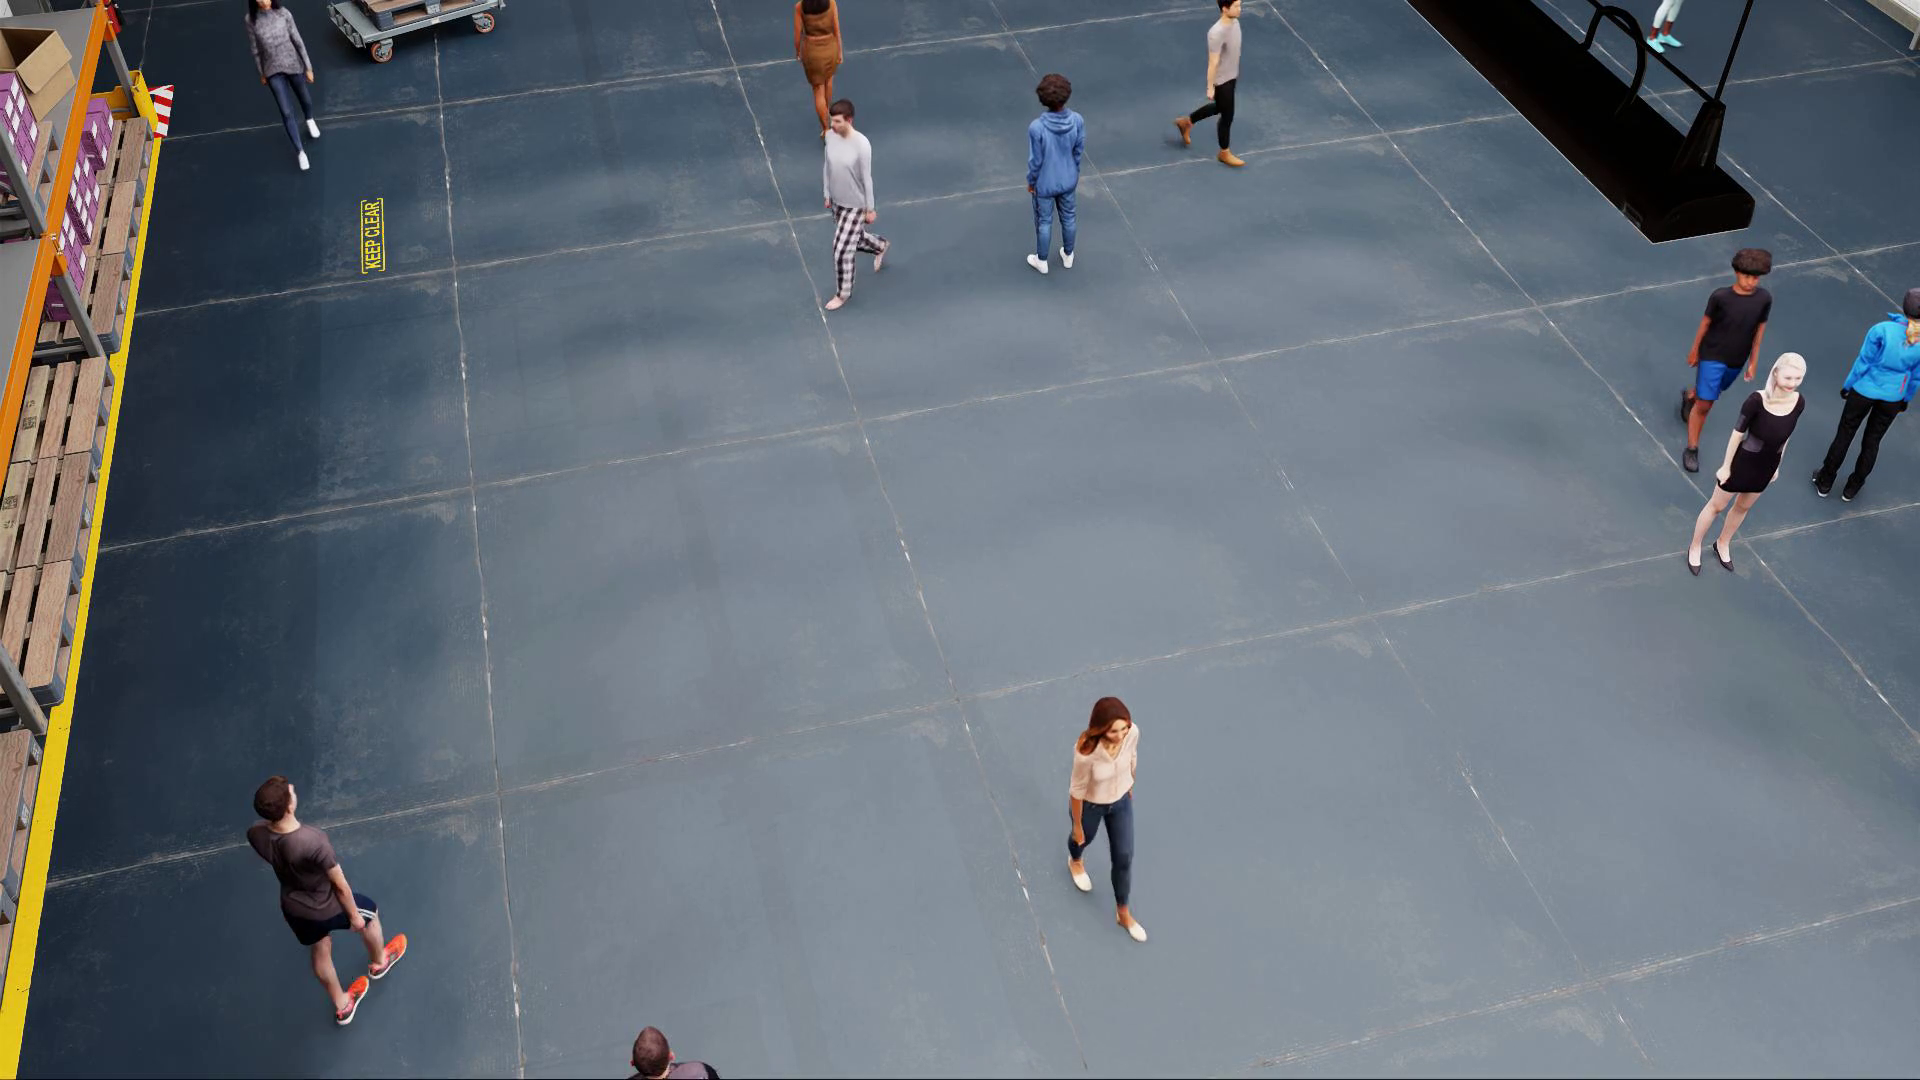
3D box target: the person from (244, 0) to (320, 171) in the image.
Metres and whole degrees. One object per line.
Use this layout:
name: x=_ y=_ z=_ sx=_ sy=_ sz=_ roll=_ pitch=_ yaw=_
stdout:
person: x=-6.332 y=-4.442 z=15.602 sx=0.750 sy=1.696 sz=1.109 roll=-17 pitch=46 yaw=-17

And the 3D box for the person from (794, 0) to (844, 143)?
person: x=-1.300 y=-4.529 z=15.717 sx=0.594 sy=1.663 sz=0.841 roll=-12 pitch=45 yaw=-13

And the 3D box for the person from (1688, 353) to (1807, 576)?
person: x=5.406 y=-0.517 z=11.384 sx=0.609 sy=1.830 sz=0.539 roll=-4 pitch=44 yaw=-5

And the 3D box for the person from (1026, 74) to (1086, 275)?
person: x=0.806 y=-3.088 z=14.103 sx=0.673 sy=1.803 sz=0.558 roll=-12 pitch=45 yaw=-12

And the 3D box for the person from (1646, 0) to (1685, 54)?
person: x=7.442 y=-5.869 z=17.080 sx=0.644 sy=1.723 sz=0.651 roll=-29 pitch=50 yaw=-27

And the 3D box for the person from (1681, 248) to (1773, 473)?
person: x=5.677 y=-1.434 z=12.392 sx=0.906 sy=1.768 sz=1.215 roll=4 pitch=44 yaw=4

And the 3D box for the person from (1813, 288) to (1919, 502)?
person: x=6.589 y=-1.040 z=11.955 sx=0.694 sy=1.800 sz=0.720 roll=15 pitch=46 yaw=16

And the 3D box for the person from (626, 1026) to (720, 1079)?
person: x=-1.308 y=2.927 z=7.792 sx=0.692 sy=1.798 sz=1.165 roll=-11 pitch=45 yaw=-11

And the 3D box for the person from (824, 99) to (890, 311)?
person: x=-0.862 y=-2.852 z=13.845 sx=1.133 sy=1.817 sz=1.095 roll=31 pitch=52 yaw=28

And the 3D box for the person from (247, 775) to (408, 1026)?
person: x=-3.430 y=1.973 z=8.768 sx=0.886 sy=1.834 sz=0.973 roll=9 pitch=44 yaw=10

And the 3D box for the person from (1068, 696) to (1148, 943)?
person: x=0.747 y=1.419 z=9.399 sx=0.696 sy=1.765 sz=1.001 roll=-17 pitch=46 yaw=-17

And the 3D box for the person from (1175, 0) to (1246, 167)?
person: x=2.378 y=-4.333 z=15.485 sx=1.077 sy=1.699 sz=1.021 roll=22 pitch=48 yaw=22
